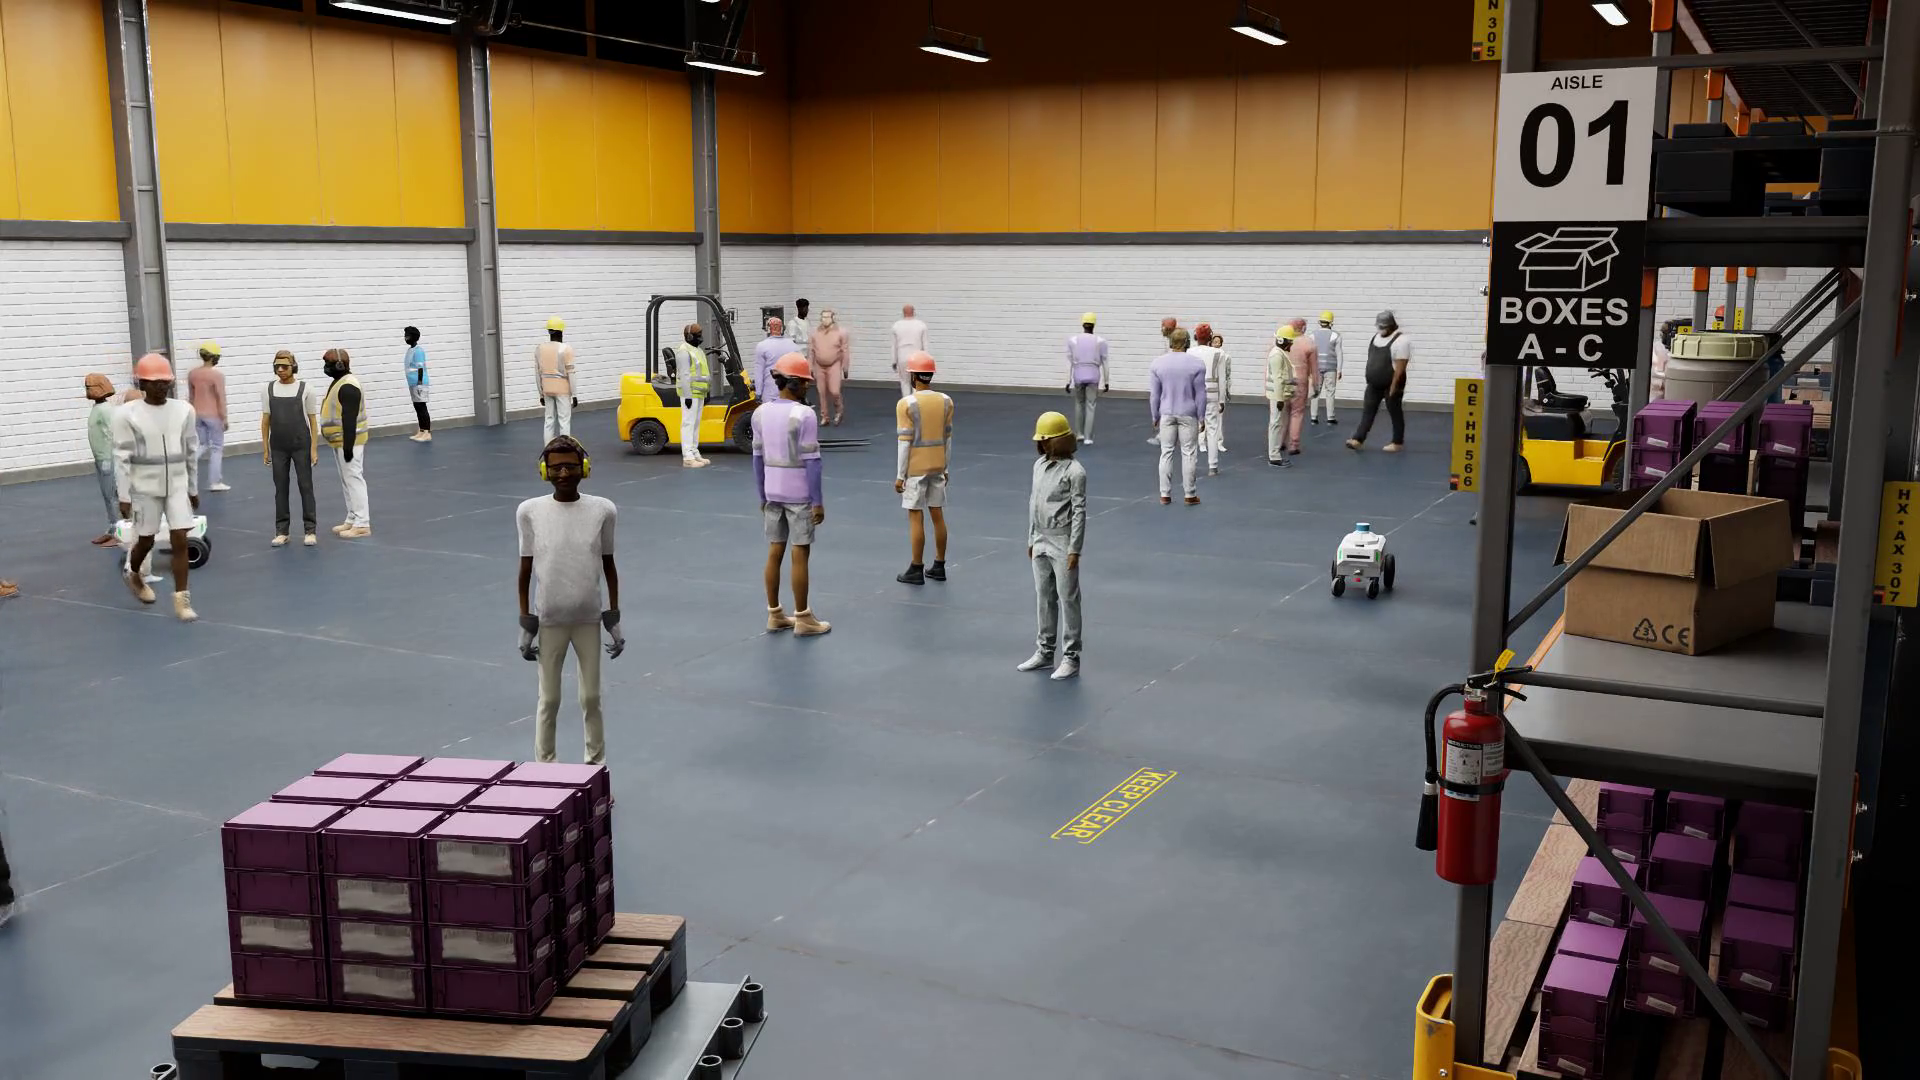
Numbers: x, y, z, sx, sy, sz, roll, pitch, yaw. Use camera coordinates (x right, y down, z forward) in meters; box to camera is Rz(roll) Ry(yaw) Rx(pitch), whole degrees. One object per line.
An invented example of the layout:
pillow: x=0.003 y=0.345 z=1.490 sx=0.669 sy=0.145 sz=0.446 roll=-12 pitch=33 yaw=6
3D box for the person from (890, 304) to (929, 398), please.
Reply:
person: x=-0.855 y=-3.069 z=28.271 sx=0.659 sy=1.885 sz=0.433 roll=1 pitch=10 yaw=3

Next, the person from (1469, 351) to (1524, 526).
person: x=5.386 y=-1.040 z=16.837 sx=0.576 sy=1.783 sz=1.000 roll=8 pitch=13 yaw=39

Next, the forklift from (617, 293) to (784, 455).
forklift: x=-3.588 y=-2.317 z=23.042 sx=2.313 sy=2.155 sz=1.214 roll=-1 pitch=10 yaw=-5

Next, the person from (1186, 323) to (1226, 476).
person: x=2.994 y=-1.729 z=20.549 sx=0.572 sy=1.880 sz=0.355 roll=1 pitch=10 yaw=8

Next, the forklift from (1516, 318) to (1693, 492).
forklift: x=7.066 y=-1.601 z=18.899 sx=2.313 sy=2.155 sz=1.214 roll=5 pitch=11 yaw=27

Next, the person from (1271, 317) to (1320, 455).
person: x=4.586 y=-2.114 z=22.805 sx=0.674 sy=1.873 sz=0.644 roll=5 pitch=11 yaw=28

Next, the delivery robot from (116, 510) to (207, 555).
delivery robot: x=-6.983 y=-0.078 z=14.553 sx=0.707 sy=0.478 sz=0.477 roll=-4 pitch=11 yaw=-21

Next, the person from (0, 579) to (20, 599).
person: x=-7.795 y=-0.498 z=13.264 sx=0.373 sy=1.936 sz=0.629 roll=-5 pitch=11 yaw=-27

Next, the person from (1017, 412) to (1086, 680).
person: x=0.601 y=0.033 z=10.770 sx=0.305 sy=1.736 sz=0.484 roll=-8 pitch=12 yaw=-38

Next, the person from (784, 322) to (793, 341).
person: x=-2.772 y=-2.525 z=25.491 sx=0.527 sy=1.768 sz=0.314 roll=-9 pitch=13 yaw=-41

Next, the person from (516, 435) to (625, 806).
person: x=-1.918 y=0.412 z=8.199 sx=0.515 sy=1.868 sz=0.329 roll=-3 pitch=10 yaw=-18

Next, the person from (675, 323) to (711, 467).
person: x=-3.428 y=-1.863 z=21.438 sx=0.430 sy=1.845 sz=0.620 roll=2 pitch=10 yaw=9

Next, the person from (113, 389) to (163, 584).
person: x=-6.779 y=-0.435 z=13.787 sx=0.528 sy=1.623 sz=0.378 roll=6 pitch=11 yaw=30

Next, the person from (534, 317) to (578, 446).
person: x=-5.200 y=-1.914 z=21.486 sx=0.588 sy=1.927 sz=0.366 roll=3 pitch=10 yaw=19

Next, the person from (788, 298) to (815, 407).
person: x=-2.802 y=-3.294 z=29.414 sx=0.395 sy=1.952 sz=0.609 roll=5 pitch=11 yaw=29

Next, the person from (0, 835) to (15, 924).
person: x=-3.967 y=0.735 z=6.339 sx=0.604 sy=1.872 sz=0.946 roll=-1 pitch=10 yaw=-3

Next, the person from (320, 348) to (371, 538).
person: x=-5.973 y=-0.942 z=16.146 sx=0.430 sy=1.835 sz=0.622 roll=-6 pitch=11 yaw=-30

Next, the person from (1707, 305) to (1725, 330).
person: x=11.751 y=-2.657 z=25.752 sx=0.354 sy=1.939 sz=0.544 roll=-5 pitch=11 yaw=-29

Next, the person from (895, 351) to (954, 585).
person: x=-0.315 y=-0.596 z=13.825 sx=0.545 sy=1.939 sz=0.354 roll=-8 pitch=13 yaw=-38

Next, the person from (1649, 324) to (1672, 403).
person: x=9.349 y=-1.974 z=22.077 sx=0.633 sy=1.841 sz=0.429 roll=3 pitch=10 yaw=14

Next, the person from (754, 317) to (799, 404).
person: x=-2.435 y=-1.978 z=21.949 sx=0.645 sy=1.903 sz=0.401 roll=-8 pitch=12 yaw=-38

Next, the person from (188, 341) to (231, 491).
person: x=-8.654 y=-1.403 z=19.052 sx=0.547 sy=1.738 sz=0.580 roll=4 pitch=10 yaw=20

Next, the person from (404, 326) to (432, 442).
person: x=-7.928 y=-2.276 z=24.273 sx=0.321 sy=1.690 sz=0.536 roll=-7 pitch=12 yaw=-35

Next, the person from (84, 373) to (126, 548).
person: x=-8.012 y=-0.745 z=15.564 sx=0.285 sy=1.633 sz=0.497 roll=-7 pitch=12 yaw=-37

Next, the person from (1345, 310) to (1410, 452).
person: x=5.778 y=-2.203 z=22.829 sx=0.998 sy=2.000 sz=0.749 roll=-6 pitch=12 yaw=-33

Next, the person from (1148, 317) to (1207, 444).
person: x=3.132 y=-2.257 z=23.705 sx=0.833 sy=1.856 sz=0.600 roll=4 pitch=11 yaw=22

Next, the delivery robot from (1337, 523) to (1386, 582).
delivery robot: x=3.259 y=0.106 z=13.486 sx=0.477 sy=0.478 sz=0.707 roll=3 pitch=10 yaw=18

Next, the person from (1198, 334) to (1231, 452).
person: x=3.508 y=-2.034 z=23.012 sx=0.514 sy=1.641 sz=0.308 roll=-3 pitch=10 yaw=-16

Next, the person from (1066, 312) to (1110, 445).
person: x=1.859 y=-2.334 z=24.036 sx=0.616 sy=1.883 sz=0.934 roll=2 pitch=10 yaw=11

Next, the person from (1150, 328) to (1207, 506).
person: x=2.378 y=-1.333 z=18.108 sx=0.627 sy=1.934 sz=0.371 roll=3 pitch=10 yaw=19

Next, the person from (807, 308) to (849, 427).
person: x=-2.083 y=-2.718 z=26.265 sx=0.638 sy=1.893 sz=0.469 roll=3 pitch=10 yaw=16

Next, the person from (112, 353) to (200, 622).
person: x=-6.089 y=-0.414 z=12.562 sx=0.853 sy=2.022 sz=0.621 roll=10 pitch=14 yaw=44

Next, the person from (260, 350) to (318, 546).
person: x=-6.279 y=-0.857 z=15.602 sx=0.506 sy=1.846 sz=0.345 roll=-2 pitch=10 yaw=-9

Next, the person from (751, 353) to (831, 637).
person: x=-1.206 y=-0.322 z=11.955 sx=0.605 sy=2.036 sz=0.393 roll=8 pitch=12 yaw=37

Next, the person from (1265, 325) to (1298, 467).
person: x=4.137 y=-1.851 z=21.424 sx=0.403 sy=1.822 sz=0.588 roll=2 pitch=10 yaw=11

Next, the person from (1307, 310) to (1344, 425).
person: x=5.829 y=-2.744 z=26.560 sx=0.600 sy=1.831 sz=0.404 roll=5 pitch=11 yaw=28
